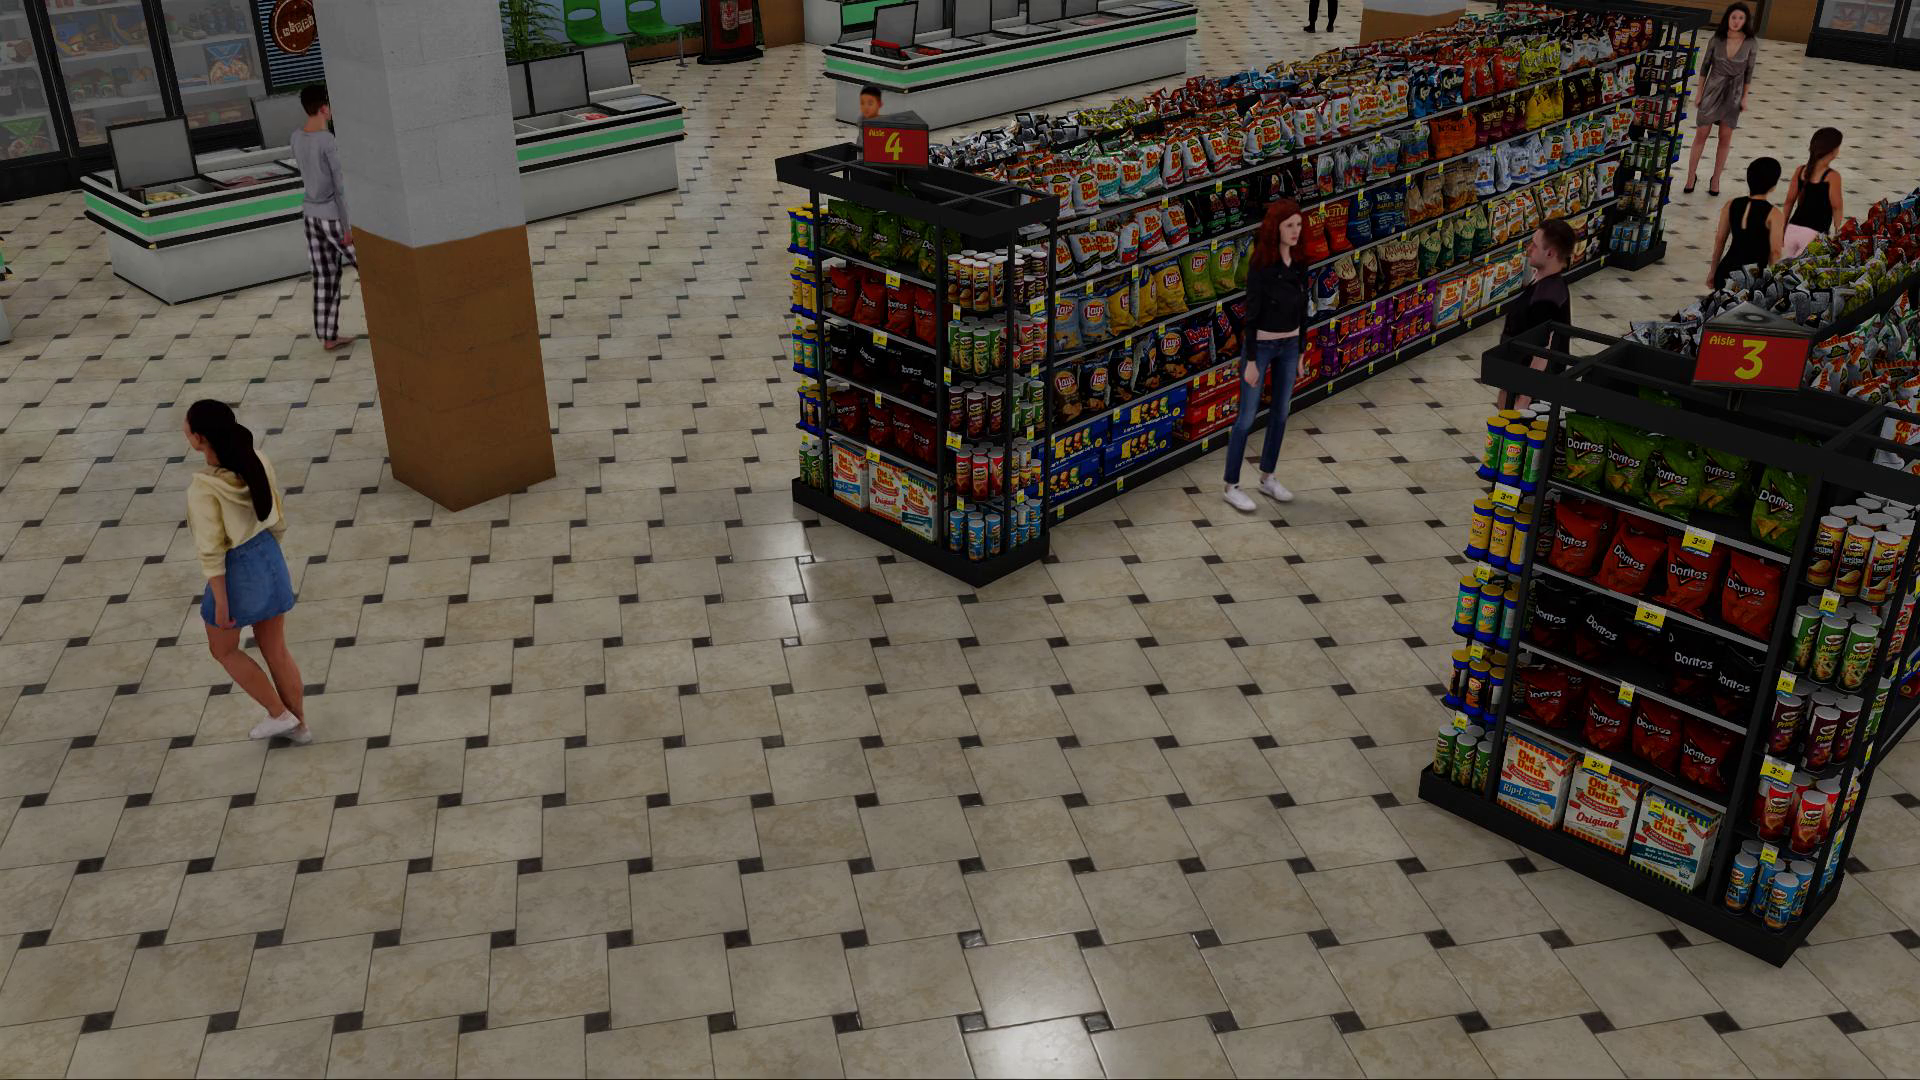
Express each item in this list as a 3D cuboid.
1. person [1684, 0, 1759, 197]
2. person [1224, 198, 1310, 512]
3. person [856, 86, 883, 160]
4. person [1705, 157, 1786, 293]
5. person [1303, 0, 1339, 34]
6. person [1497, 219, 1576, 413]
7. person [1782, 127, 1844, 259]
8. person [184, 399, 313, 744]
[{"bbox_3d":[7.015,-4.057,15.316,0.667,1.744,0.630,11,29,21],"label":"person"},{"bbox_3d":[1.731,-1.027,9.297,0.552,1.785,0.683,-13,30,-24],"label":"person"},{"bbox_3d":[-0.683,-3.068,13.721,0.921,1.423,1.067,4,27,9],"label":"person"},{"bbox_3d":[4.990,-1.655,10.757,0.679,1.585,0.645,-15,30,-27],"label":"person"},{"bbox_3d":[5.035,-7.907,22.897,0.680,1.755,0.762,-3,27,-6],"label":"person"},{"bbox_3d":[3.015,-0.792,8.770,0.829,1.842,0.691,9,28,17],"label":"person"},{"bbox_3d":[5.884,-2.078,11.657,1.072,1.524,0.752,-12,29,-22],"label":"person"},{"bbox_3d":[-2.973,0.184,7.091,0.800,1.620,0.667,10,28,18],"label":"person"}]
